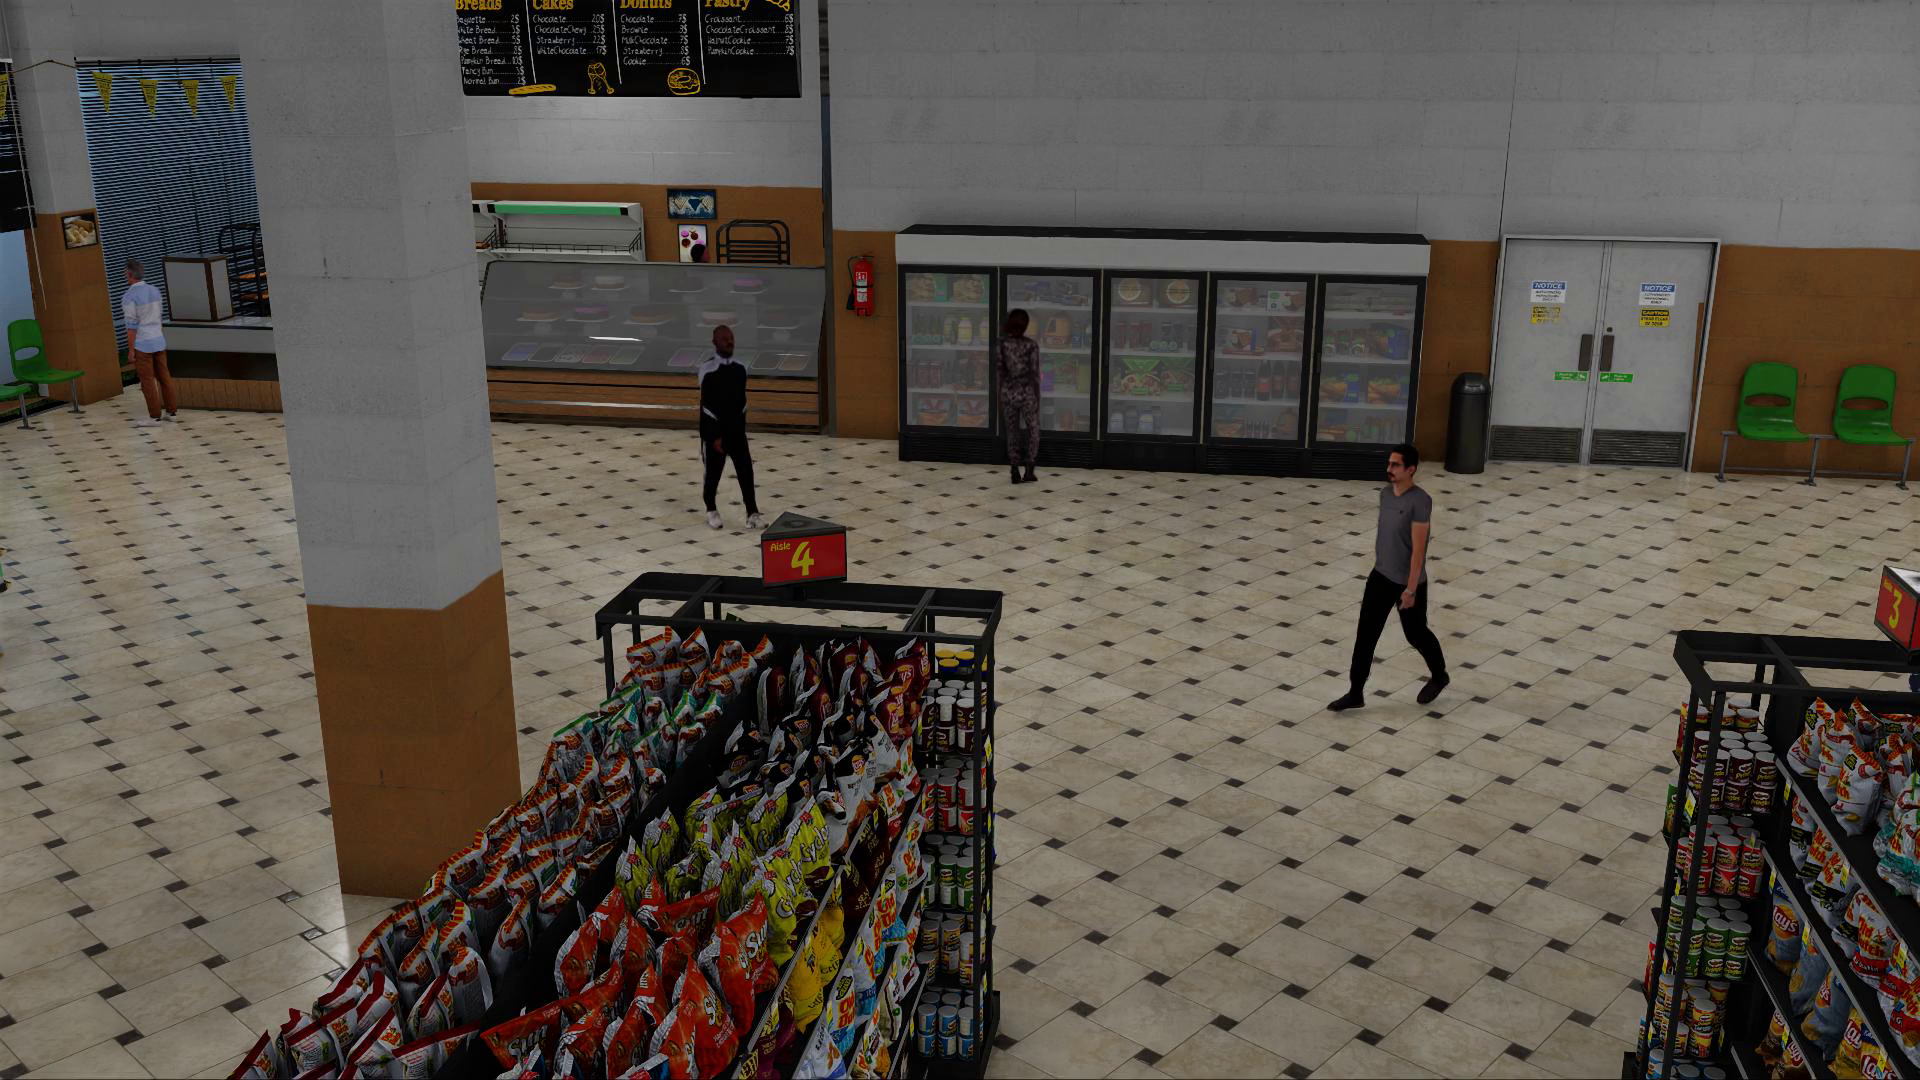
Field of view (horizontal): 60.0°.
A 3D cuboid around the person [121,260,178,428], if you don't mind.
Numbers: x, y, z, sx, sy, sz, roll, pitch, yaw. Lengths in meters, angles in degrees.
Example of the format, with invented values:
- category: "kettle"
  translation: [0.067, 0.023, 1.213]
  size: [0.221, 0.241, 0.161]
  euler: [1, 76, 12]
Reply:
- category: "person"
  translation: [-8.987, -2.178, 18.390]
  size: [0.771, 1.825, 0.526]
  euler: [5, 18, 16]

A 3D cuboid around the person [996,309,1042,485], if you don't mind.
- category: "person"
  translation: [0.536, -1.347, 15.853]
  size: [0.612, 1.710, 0.650]
  euler: [4, 17, 14]

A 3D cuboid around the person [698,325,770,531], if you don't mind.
- category: "person"
  translation: [-2.116, -0.972, 14.472]
  size: [1.103, 1.796, 1.151]
  euler: [-12, 20, -34]

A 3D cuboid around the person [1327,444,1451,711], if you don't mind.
- category: "person"
  translation: [2.857, 0.250, 10.553]
  size: [1.150, 1.733, 1.126]
  euler: [-10, 20, -30]
